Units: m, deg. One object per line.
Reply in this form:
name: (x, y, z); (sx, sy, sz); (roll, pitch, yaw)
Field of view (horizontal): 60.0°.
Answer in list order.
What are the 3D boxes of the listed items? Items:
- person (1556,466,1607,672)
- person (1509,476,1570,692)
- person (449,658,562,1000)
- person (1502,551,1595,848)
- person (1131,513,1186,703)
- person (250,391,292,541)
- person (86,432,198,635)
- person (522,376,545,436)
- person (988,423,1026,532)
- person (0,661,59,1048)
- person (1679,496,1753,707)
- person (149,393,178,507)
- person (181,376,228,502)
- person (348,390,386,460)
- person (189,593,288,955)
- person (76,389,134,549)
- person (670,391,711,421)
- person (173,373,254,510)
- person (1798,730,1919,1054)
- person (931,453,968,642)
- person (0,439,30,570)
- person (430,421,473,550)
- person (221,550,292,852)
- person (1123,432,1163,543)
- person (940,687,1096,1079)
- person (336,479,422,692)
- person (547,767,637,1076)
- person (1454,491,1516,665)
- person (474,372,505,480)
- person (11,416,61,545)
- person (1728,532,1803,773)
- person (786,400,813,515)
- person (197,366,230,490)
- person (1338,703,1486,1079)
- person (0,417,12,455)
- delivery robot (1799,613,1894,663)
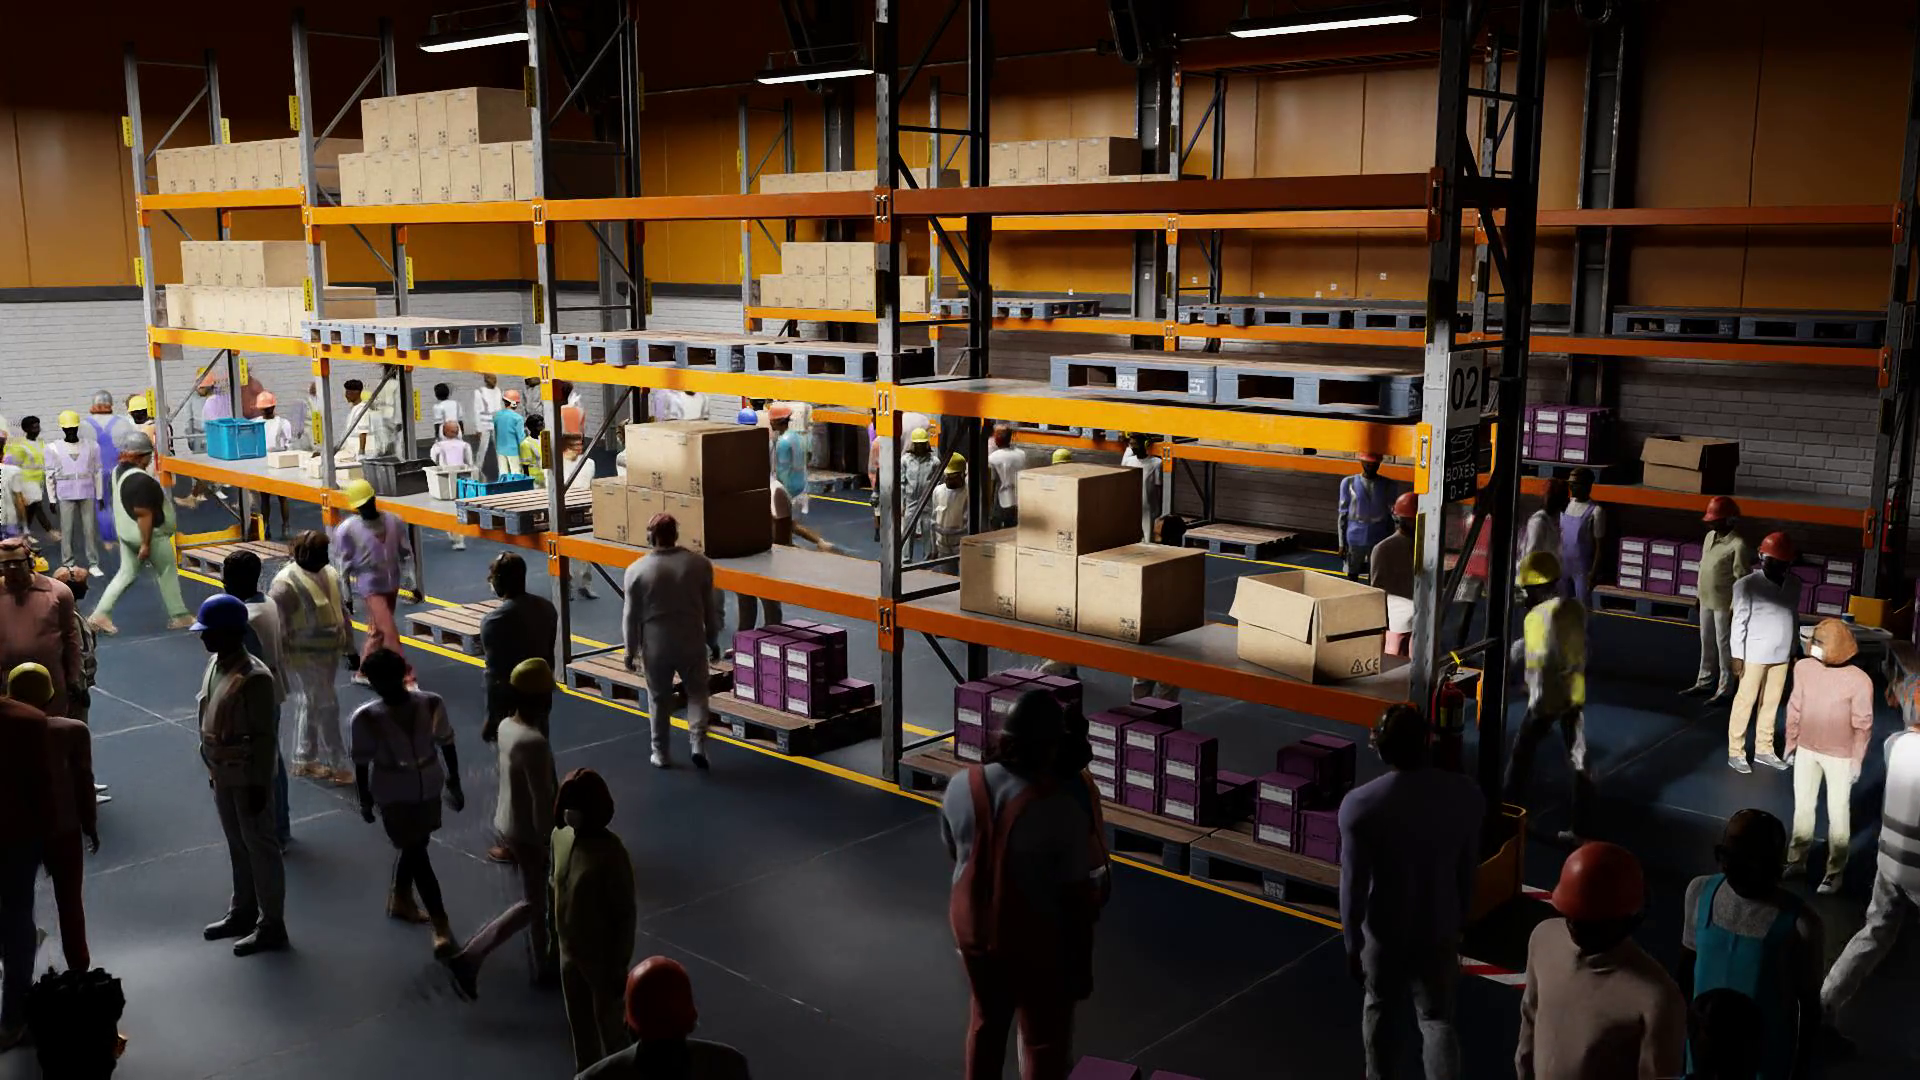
person: (5.466, 0.262, 14.761); (0.346, 1.846, 0.507); (-5, 11, -26)
person: (4.832, 0.389, 13.953); (0.469, 1.870, 0.602); (6, 12, 30)
person: (-2.237, 1.456, 8.319); (0.648, 1.744, 0.542); (-7, 12, -33)
person: (3.711, 0.984, 10.588); (0.619, 1.871, 0.954); (-6, 11, -29)
person: (1.499, 0.711, 12.282); (0.430, 1.834, 0.633); (-9, 13, -41)
person: (-8.841, -0.944, 21.326); (0.544, 1.937, 0.358); (-1, 10, -4)
person: (-8.030, -0.094, 16.225); (0.682, 2.000, 0.958); (8, 13, 37)
person: (-7.176, -2.028, 28.044); (0.492, 1.730, 0.323); (4, 11, 22)
person: (0.505, -0.375, 18.394); (0.585, 1.835, 0.440); (-8, 13, -39)
person: (-4.631, 1.397, 7.995); (0.641, 1.967, 0.698); (-1, 10, -6)
person: (6.243, 0.495, 13.721); (0.336, 1.745, 0.563); (-2, 10, -9)
person: (-11.543, -1.305, 23.916); (0.422, 1.737, 0.577); (-2, 10, -10)
person: (-11.200, -1.525, 24.731); (0.400, 1.902, 0.647); (7, 12, 34)
person: (-8.617, -1.308, 24.054); (0.494, 1.704, 0.857); (2, 10, 9)
person: (-3.875, 1.239, 8.942); (0.604, 1.949, 0.389); (9, 13, 42)
person: (-10.601, -0.881, 20.670); (0.683, 2.000, 0.660); (-5, 11, -27)
person: (-4.045, -1.579, 24.925); (0.616, 1.929, 0.532); (-4, 11, -23)
person: (-10.703, -1.396, 23.750); (1.103, 1.971, 0.617); (-2, 10, -8)
person: (4.406, 1.529, 7.668); (0.971, 1.840, 0.559); (-2, 10, -9)
person: (-0.033, 0.065, 15.952); (0.586, 1.824, 0.404); (6, 11, 29)
person: (-9.941, -0.175, 17.294); (0.516, 1.823, 0.892); (-3, 10, -15)
person: (-6.400, -0.694, 20.872); (0.534, 1.586, 0.855); (-8, 13, -37)
person: (-4.368, 1.006, 10.350); (0.381, 1.918, 0.596); (-2, 10, -13)
person: (1.929, -0.265, 17.727); (0.525, 1.856, 0.350); (7, 13, 36)
person: (0.271, 1.578, 6.770); (0.703, 2.000, 0.535); (7, 12, 35)
person: (-4.872, 0.405, 13.949); (0.879, 1.855, 0.580); (6, 12, 32)
person: (-1.556, 1.743, 6.976); (0.507, 1.635, 0.272); (8, 13, 39)
person: (4.785, 0.307, 15.078); (0.899, 1.648, 0.535); (-10, 14, -43)
person: (-7.532, -1.819, 26.610); (0.588, 1.855, 0.988); (-10, 14, -44)
person: (-11.539, -0.733, 20.895); (0.895, 1.646, 0.543); (2, 10, 10)
person: (5.811, 0.804, 11.962); (0.576, 1.747, 0.337); (-3, 10, -16)
person: (-2.346, -1.298, 23.347); (0.585, 1.928, 0.369); (-4, 11, -23)
person: (-11.663, -1.735, 25.854); (0.395, 1.919, 0.589); (6, 12, 31)
person: (1.873, 1.633, 6.897); (0.623, 1.899, 0.917); (0, 10, 1)
person: (-12.448, -0.937, 21.281); (0.773, 1.945, 0.634); (9, 14, 43)
delivery robot: (7.781, 0.888, 14.605); (0.707, 0.478, 0.477); (1, 10, 6)
